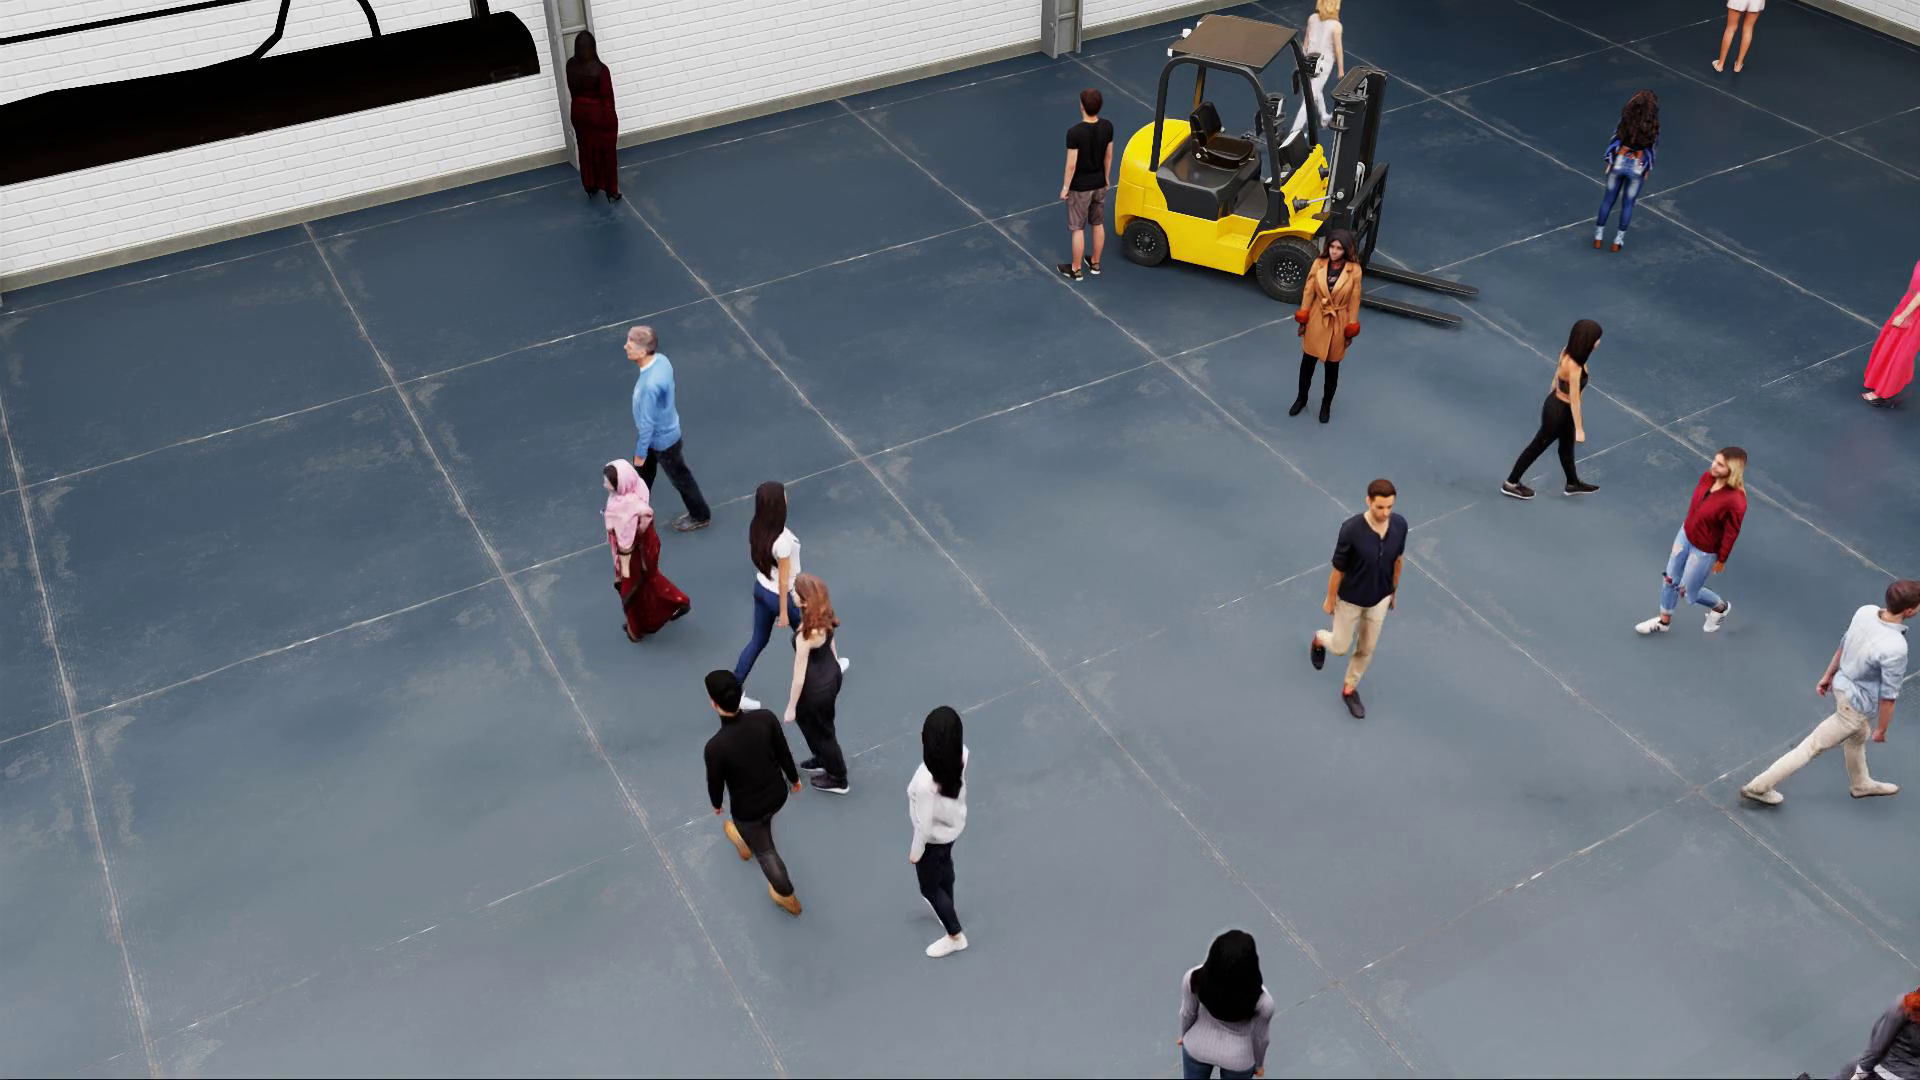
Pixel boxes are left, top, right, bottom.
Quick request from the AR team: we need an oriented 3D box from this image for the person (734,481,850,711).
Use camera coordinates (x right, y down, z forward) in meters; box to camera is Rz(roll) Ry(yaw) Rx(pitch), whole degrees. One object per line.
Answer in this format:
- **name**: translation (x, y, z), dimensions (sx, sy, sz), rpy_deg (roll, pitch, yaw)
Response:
- **person**: translation (-1.286, 0.420, 10.854), dimensions (1.187, 1.730, 0.661), rpy_deg (-21, 43, -24)

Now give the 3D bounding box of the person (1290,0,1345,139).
- **person**: translation (3.764, -5.031, 17.759), dimensions (1.031, 1.632, 0.682), rpy_deg (-25, 45, -28)

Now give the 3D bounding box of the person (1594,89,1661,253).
- **person**: translation (6.389, -3.538, 15.898), dimensions (0.691, 1.621, 0.697), rpy_deg (22, 44, 25)

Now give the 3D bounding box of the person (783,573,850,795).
- **person**: translation (-0.782, 0.912, 10.235), dimensions (0.825, 1.734, 0.768), rpy_deg (8, 39, 9)

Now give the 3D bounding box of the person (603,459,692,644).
- **person**: translation (-2.145, 0.060, 11.388), dimensions (0.926, 1.626, 0.872), rpy_deg (5, 39, 6)

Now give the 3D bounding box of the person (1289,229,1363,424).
- **person**: translation (2.996, -1.741, 13.569), dimensions (0.785, 1.720, 0.796), rpy_deg (17, 42, 20)

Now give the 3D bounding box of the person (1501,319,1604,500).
- **person**: translation (4.481, -0.974, 12.691), dimensions (1.004, 1.617, 0.955), rpy_deg (10, 40, 13)

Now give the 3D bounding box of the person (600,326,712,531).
- **person**: translation (-2.127, -0.792, 12.331), dimensions (1.162, 1.781, 0.910), rpy_deg (-7, 39, -9)

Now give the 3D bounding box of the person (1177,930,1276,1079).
- **person**: translation (1.281, 2.525, 8.214), dimensions (0.686, 1.736, 0.717), rpy_deg (15, 41, 18)

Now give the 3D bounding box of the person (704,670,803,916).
- **person**: translation (-1.120, 1.506, 9.535), dimensions (1.048, 1.680, 0.937), rpy_deg (-29, 47, -32)

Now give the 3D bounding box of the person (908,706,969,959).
- **person**: translation (-0.091, 1.631, 9.375), dimensions (0.846, 1.684, 0.757), rpy_deg (6, 39, 7)

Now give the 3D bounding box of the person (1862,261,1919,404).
- **person**: translation (7.911, -1.869, 13.729), dimensions (0.823, 1.720, 0.739), rpy_deg (18, 42, 21)

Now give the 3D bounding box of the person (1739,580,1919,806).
- **person**: translation (5.328, 0.985, 10.090), dimensions (1.327, 1.800, 1.106), rpy_deg (1, 39, 1)

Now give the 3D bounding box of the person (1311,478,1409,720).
- **person**: translation (2.612, 0.308, 10.904), dimensions (0.920, 1.843, 0.867), rpy_deg (-7, 39, -9)

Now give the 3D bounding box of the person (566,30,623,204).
- **person**: translation (-3.680, -4.237, 16.663), dimensions (0.790, 1.759, 0.840), rpy_deg (12, 40, 15)

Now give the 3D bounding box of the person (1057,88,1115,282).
- **person**: translation (1.178, -3.292, 15.397), dimensions (0.499, 1.862, 0.723), rpy_deg (-20, 43, -23)

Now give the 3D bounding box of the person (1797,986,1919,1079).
- **person**: translation (4.544, 2.675, 8.024), dimensions (1.041, 1.739, 1.059), rpy_deg (6, 39, 7)

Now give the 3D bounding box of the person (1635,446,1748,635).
- **person**: translation (5.154, 0.022, 11.441), dimensions (0.919, 1.621, 0.755), rpy_deg (-7, 39, -9)

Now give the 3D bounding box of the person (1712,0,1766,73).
- **person**: translation (9.123, -6.273, 19.262), dimensions (0.667, 1.697, 0.730), rpy_deg (9, 39, 11)
